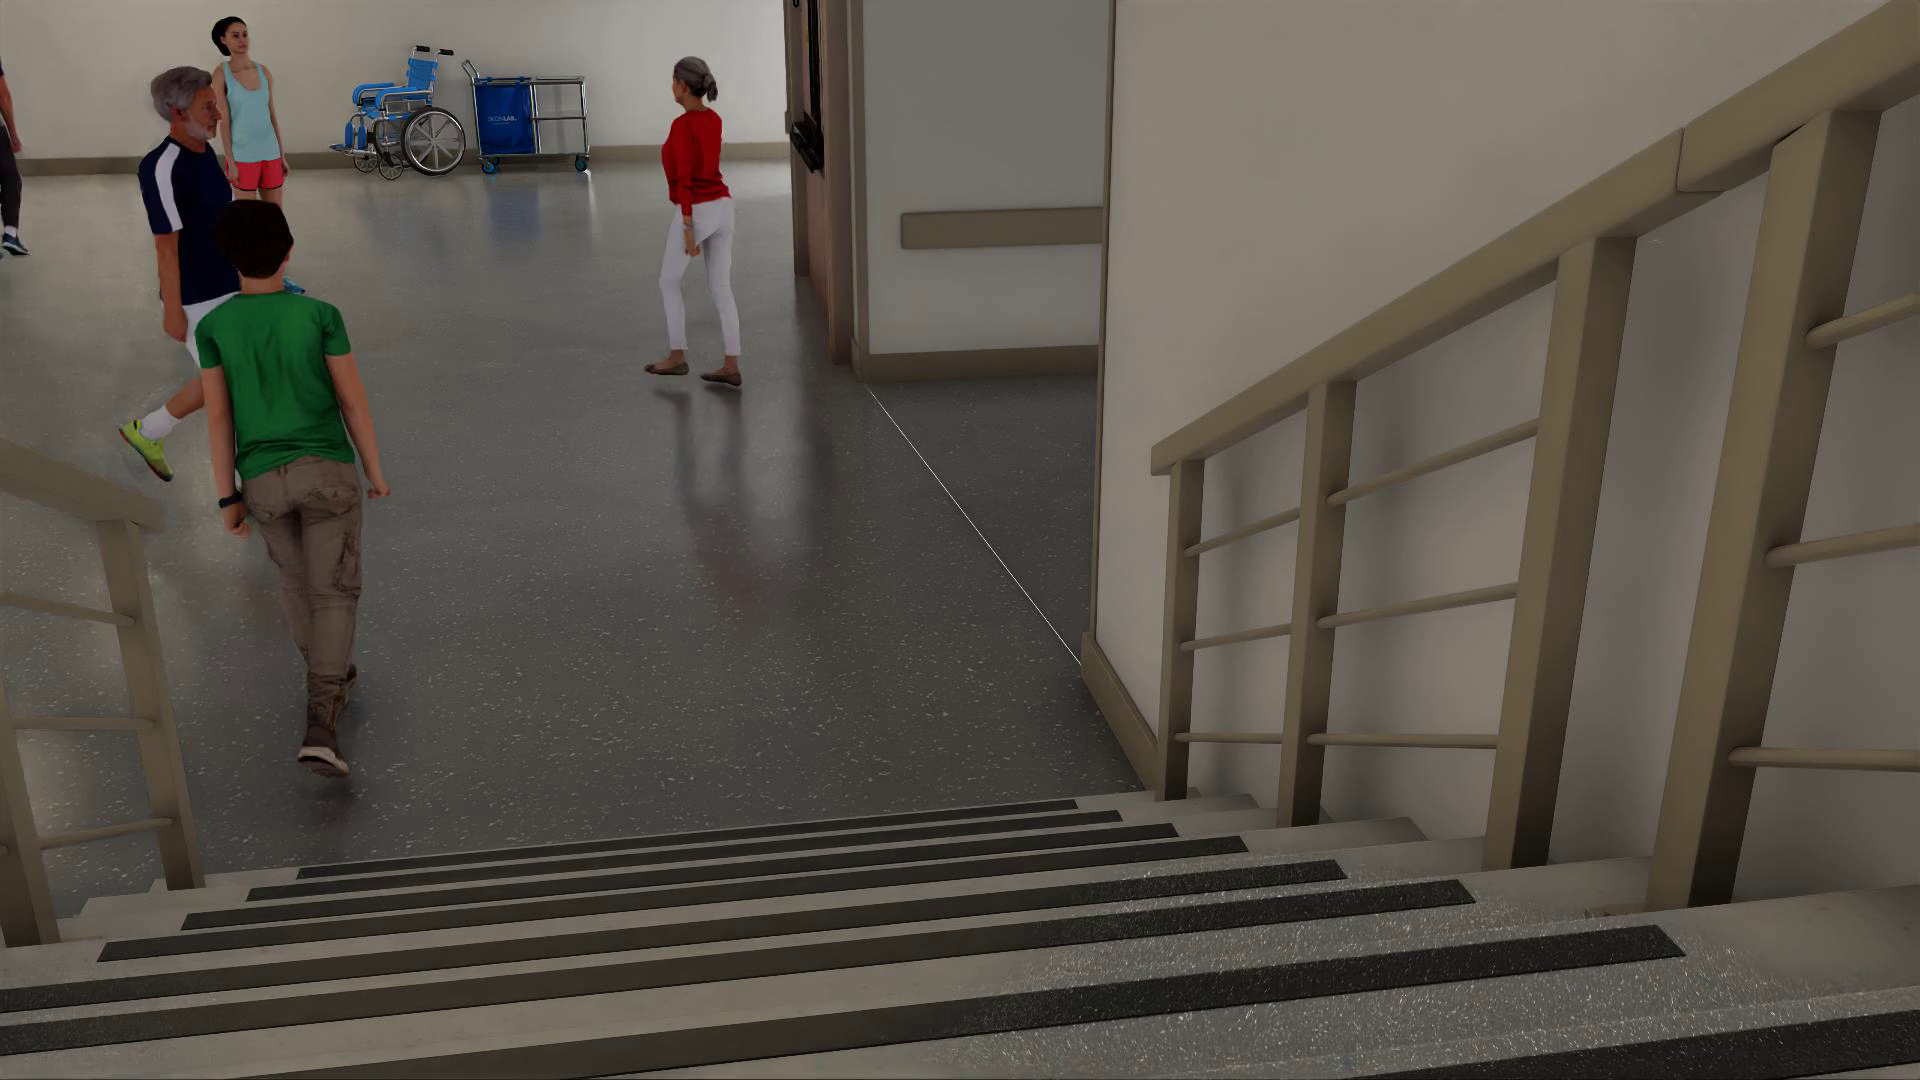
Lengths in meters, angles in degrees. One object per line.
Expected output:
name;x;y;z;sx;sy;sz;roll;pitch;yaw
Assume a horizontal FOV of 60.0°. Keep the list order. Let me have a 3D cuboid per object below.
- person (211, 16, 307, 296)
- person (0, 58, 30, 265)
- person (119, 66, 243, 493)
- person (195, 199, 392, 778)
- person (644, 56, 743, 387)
person;-4.510;-2.424;10.616;0.755;1.765;0.696;14;25;33
person;-6.829;-2.791;11.508;0.769;1.818;0.724;-8;22;-20
person;-3.153;-0.985;6.752;0.741;1.810;0.934;-2;21;-5
person;-1.877;-0.114;4.721;0.608;1.620;1.114;-3;21;-7
person;-1.258;-1.621;8.622;0.865;1.675;0.824;11;23;26
